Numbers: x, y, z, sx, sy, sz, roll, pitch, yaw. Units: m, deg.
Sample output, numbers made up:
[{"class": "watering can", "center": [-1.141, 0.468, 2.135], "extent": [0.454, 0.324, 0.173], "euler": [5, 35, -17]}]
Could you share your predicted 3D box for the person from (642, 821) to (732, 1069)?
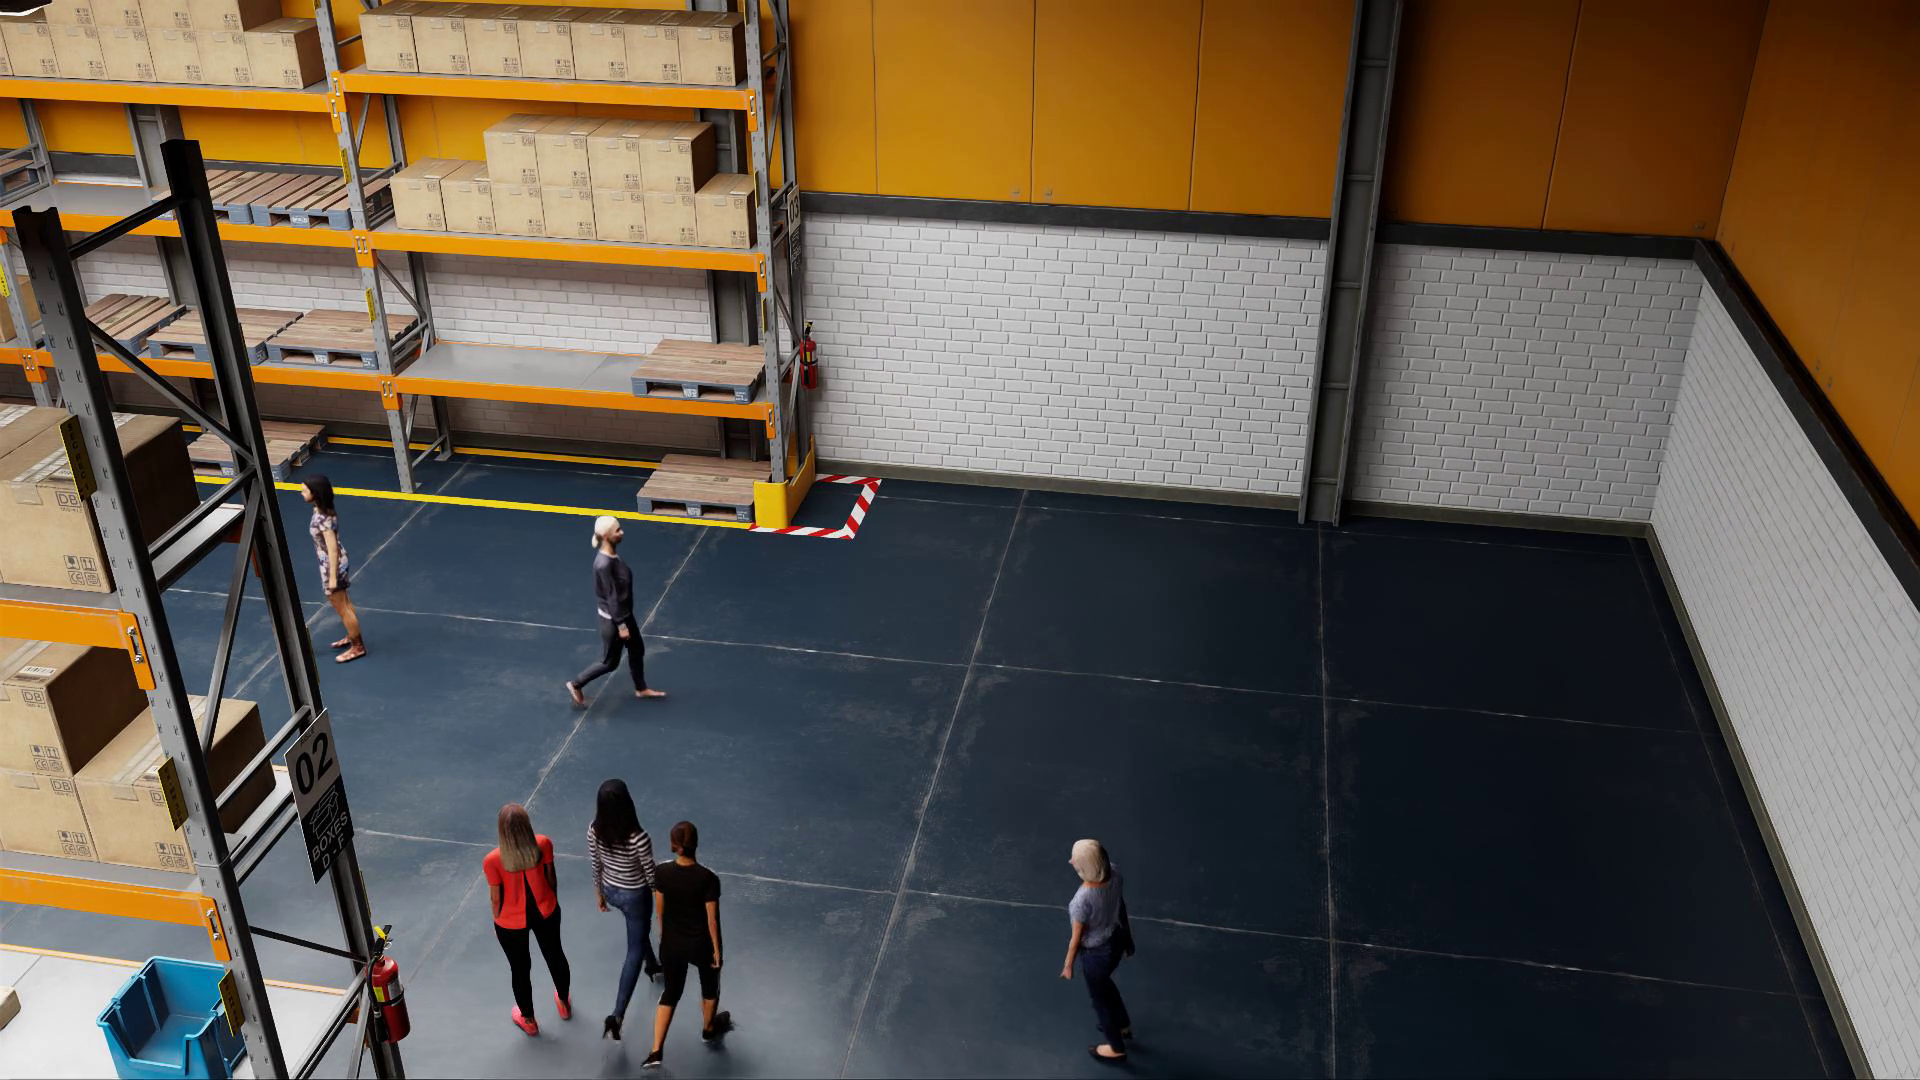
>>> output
[{"class": "person", "center": [-1.671, 2.482, 10.068], "extent": [0.911, 1.643, 0.745], "euler": [7, 29, 13]}]

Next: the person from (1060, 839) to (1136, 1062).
[{"class": "person", "center": [0.910, 2.485, 10.019], "extent": [0.738, 1.685, 0.709], "euler": [25, 37, 38]}]

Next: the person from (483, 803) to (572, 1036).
[{"class": "person", "center": [-2.673, 2.329, 10.296], "extent": [0.667, 1.694, 0.728], "euler": [-19, 34, -30]}]

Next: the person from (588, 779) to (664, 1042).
[{"class": "person", "center": [-2.083, 2.303, 10.279], "extent": [1.103, 1.756, 0.795], "euler": [10, 30, 18]}]

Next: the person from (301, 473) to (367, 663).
[{"class": "person", "center": [-5.318, 0.223, 14.114], "extent": [0.683, 1.734, 0.672], "euler": [-12, 31, -20]}]

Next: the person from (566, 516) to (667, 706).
[{"class": "person", "center": [-2.870, 0.603, 13.450], "extent": [1.063, 1.703, 0.761], "euler": [-1, 29, -2]}]
